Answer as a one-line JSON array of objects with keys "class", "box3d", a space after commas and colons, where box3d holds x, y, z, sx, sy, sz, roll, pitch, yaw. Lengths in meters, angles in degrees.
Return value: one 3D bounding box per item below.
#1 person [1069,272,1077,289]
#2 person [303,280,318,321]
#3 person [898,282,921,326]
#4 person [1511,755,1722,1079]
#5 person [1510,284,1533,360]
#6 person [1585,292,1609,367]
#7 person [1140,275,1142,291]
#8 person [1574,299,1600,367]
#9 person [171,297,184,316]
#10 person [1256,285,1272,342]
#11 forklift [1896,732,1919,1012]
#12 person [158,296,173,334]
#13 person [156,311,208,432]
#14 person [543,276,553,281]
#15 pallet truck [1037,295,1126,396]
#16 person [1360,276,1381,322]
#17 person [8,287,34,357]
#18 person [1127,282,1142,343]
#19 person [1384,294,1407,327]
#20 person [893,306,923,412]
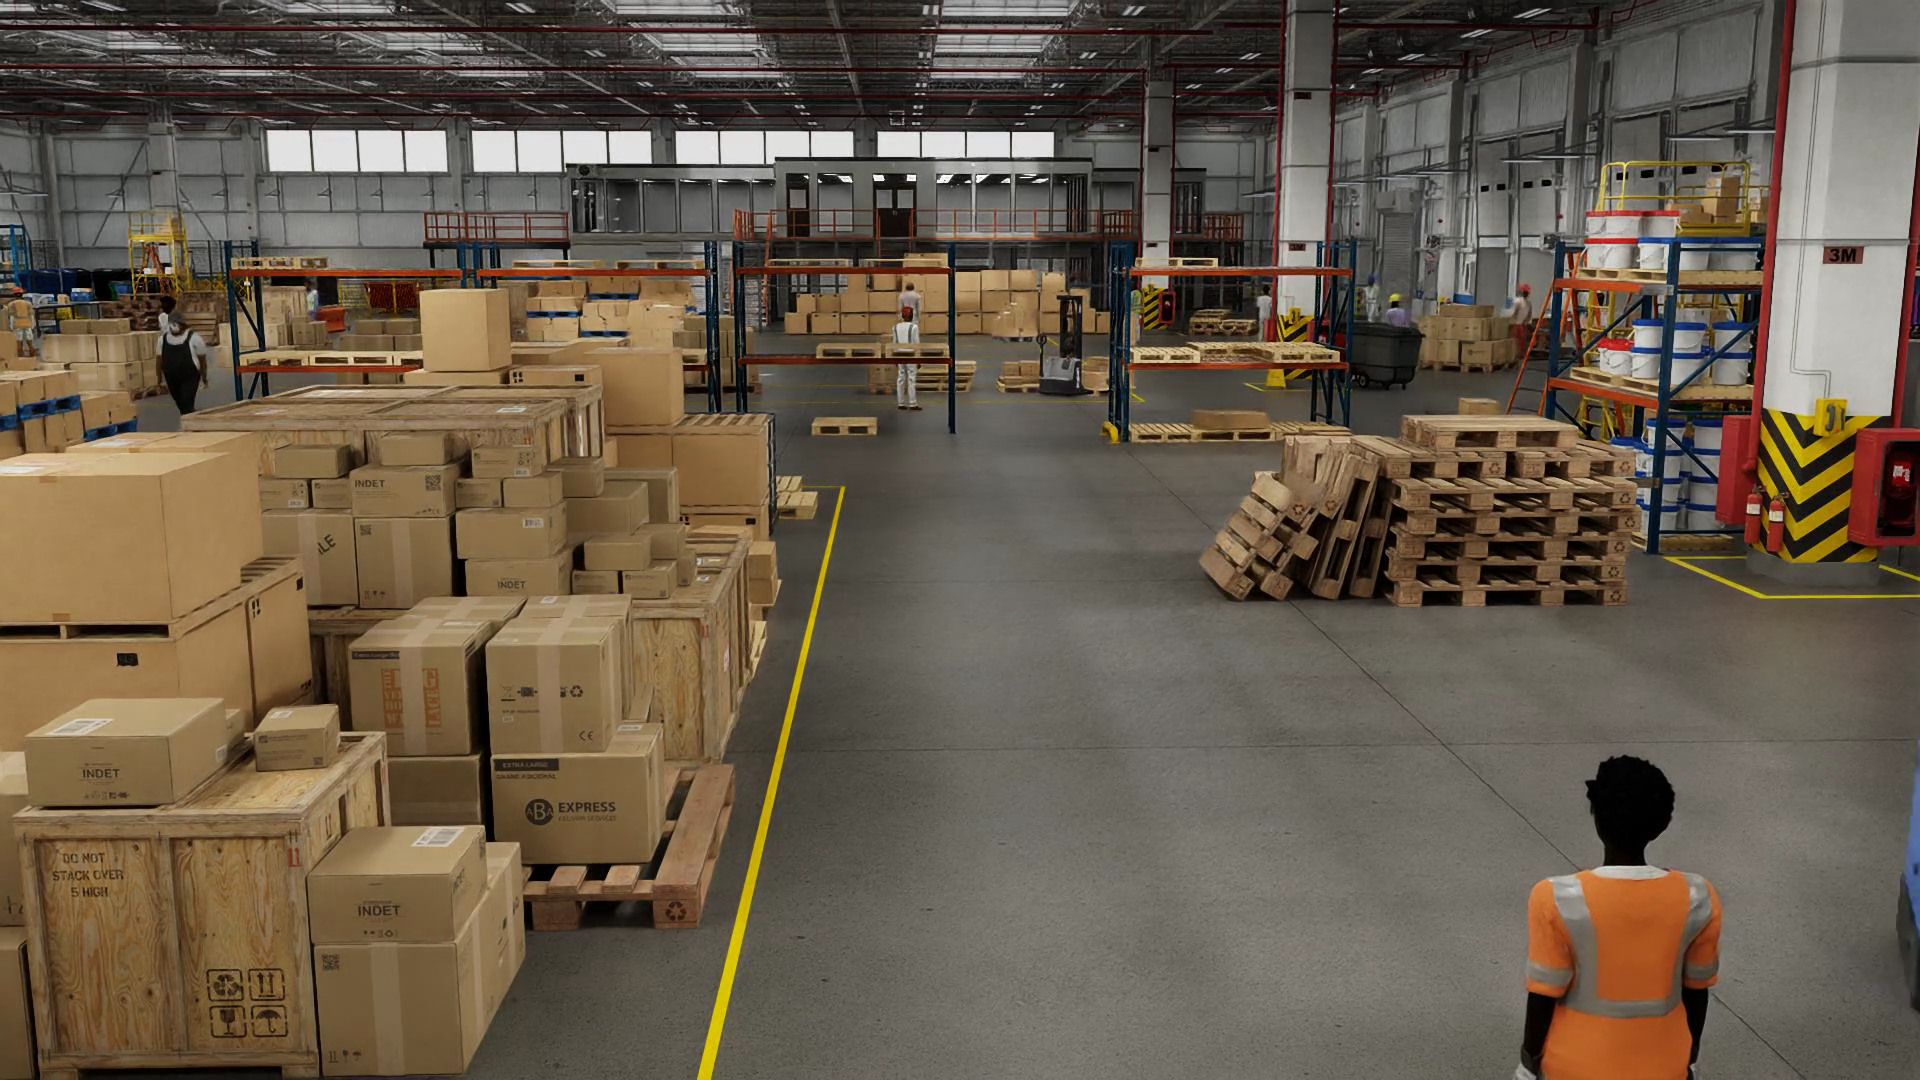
[{"class": "person", "box3d": [4.123, -8.800, 60.658, 0.542, 1.924, 0.553, -4, 11, -21]}, {"class": "person", "box3d": [-19.691, -6.903, 50.262, 0.613, 1.865, 1.021, 0, 10, 1]}, {"class": "person", "box3d": [-1.379, -6.116, 45.677, 0.629, 1.939, 0.374, 0, 10, 2]}, {"class": "person", "box3d": [1.738, 1.404, 4.454, 0.542, 1.695, 0.316, -1, 10, -5]}, {"class": "person", "box3d": [14.412, -5.617, 42.864, 0.623, 1.962, 0.969, -6, 12, -31]}, {"class": "person", "box3d": [15.046, -4.915, 39.258, 0.626, 1.844, 0.429, -4, 11, -20]}, {"class": "person", "box3d": [6.941, -9.047, 62.291, 0.642, 1.833, 0.900, 7, 13, 36]}, {"class": "person", "box3d": [12.591, -3.879, 33.296, 0.593, 1.906, 0.438, 2, 10, 13]}, {"class": "person", "box3d": [-16.611, -4.189, 35.143, 0.314, 1.866, 0.537, 6, 12, 30]}, {"class": "person", "box3d": [8.310, -5.991, 45.214, 0.528, 1.861, 0.351, 4, 11, 22]}, {"class": "forklift", "box3d": [4.733, 0.495, 6.222, 1.873, 2.768, 1.129, 5, 11, 25]}, {"class": "person", "box3d": [-15.992, -3.979, 33.758, 0.619, 1.952, 0.397, 4, 11, 20]}, {"class": "person", "box3d": [-11.904, -2.519, 25.355, 0.702, 2.000, 1.036, 0, 10, -2]}, {"class": "person", "box3d": [-18.906, -11.560, 76.477, 0.545, 1.785, 0.816, -6, 12, -28]}, {"class": "pallet truck", "box3d": [2.483, -3.881, 33.060, 1.885, 1.965, 0.823, -7, 13, -36]}, {"class": "person", "box3d": [13.505, -7.733, 54.812, 1.014, 1.890, 0.642, -9, 14, -42]}, {"class": "person", "box3d": [-22.971, -5.221, 40.719, 0.543, 1.928, 0.372, -9, 14, -42]}, {"class": "person", "box3d": [5.184, -6.781, 49.693, 0.431, 1.835, 0.623, 6, 12, 30]}, {"class": "person", "box3d": [9.732, -4.549, 37.098, 0.583, 1.889, 0.932, -7, 12, -35]}, {"class": "person", "box3d": [-0.934, -3.232, 29.770, 0.575, 1.882, 0.355, 7, 12, 34]}]
